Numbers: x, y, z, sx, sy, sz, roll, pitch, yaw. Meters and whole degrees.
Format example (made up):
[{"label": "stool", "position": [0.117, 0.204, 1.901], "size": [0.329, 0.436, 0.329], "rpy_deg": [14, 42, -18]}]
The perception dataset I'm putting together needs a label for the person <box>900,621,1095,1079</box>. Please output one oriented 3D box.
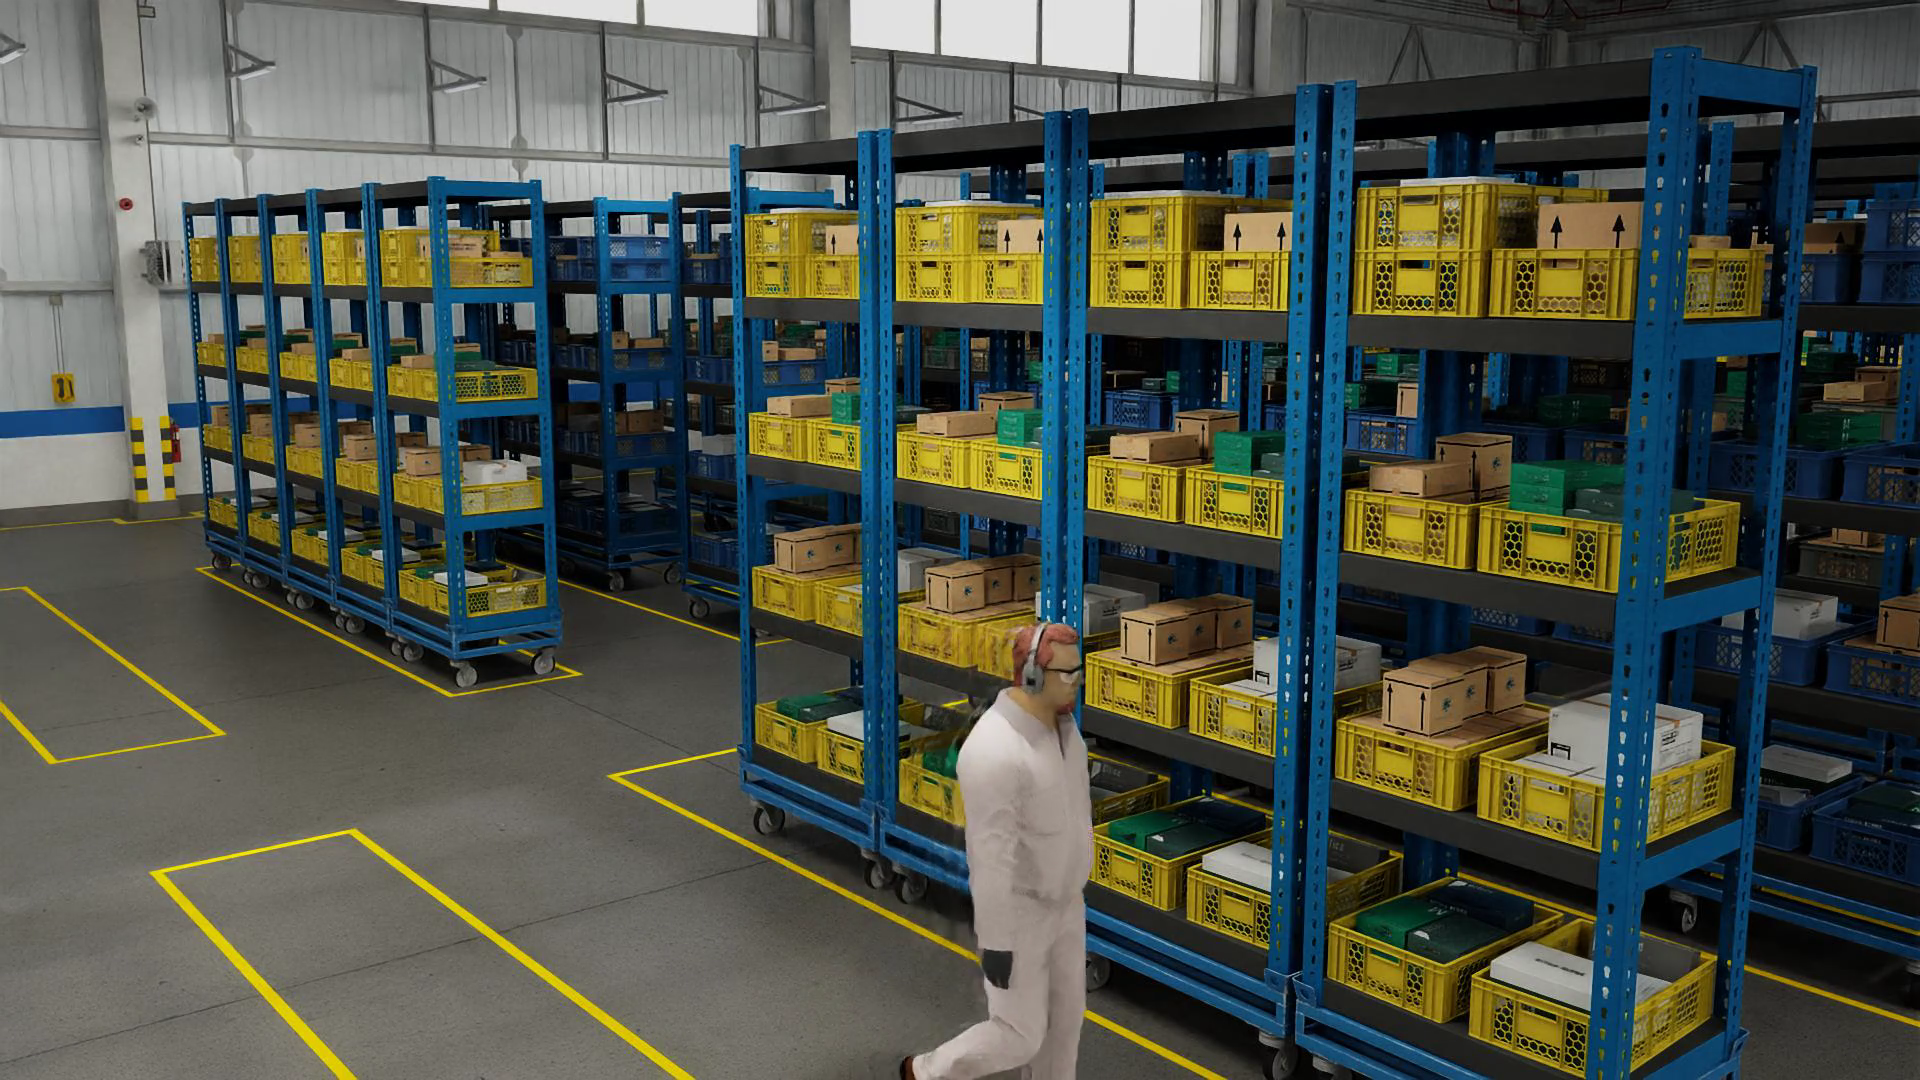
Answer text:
[{"label": "person", "position": [0.170, 1.181, 5.456], "size": [0.638, 1.884, 0.657], "rpy_deg": [6, 11, 31]}]
